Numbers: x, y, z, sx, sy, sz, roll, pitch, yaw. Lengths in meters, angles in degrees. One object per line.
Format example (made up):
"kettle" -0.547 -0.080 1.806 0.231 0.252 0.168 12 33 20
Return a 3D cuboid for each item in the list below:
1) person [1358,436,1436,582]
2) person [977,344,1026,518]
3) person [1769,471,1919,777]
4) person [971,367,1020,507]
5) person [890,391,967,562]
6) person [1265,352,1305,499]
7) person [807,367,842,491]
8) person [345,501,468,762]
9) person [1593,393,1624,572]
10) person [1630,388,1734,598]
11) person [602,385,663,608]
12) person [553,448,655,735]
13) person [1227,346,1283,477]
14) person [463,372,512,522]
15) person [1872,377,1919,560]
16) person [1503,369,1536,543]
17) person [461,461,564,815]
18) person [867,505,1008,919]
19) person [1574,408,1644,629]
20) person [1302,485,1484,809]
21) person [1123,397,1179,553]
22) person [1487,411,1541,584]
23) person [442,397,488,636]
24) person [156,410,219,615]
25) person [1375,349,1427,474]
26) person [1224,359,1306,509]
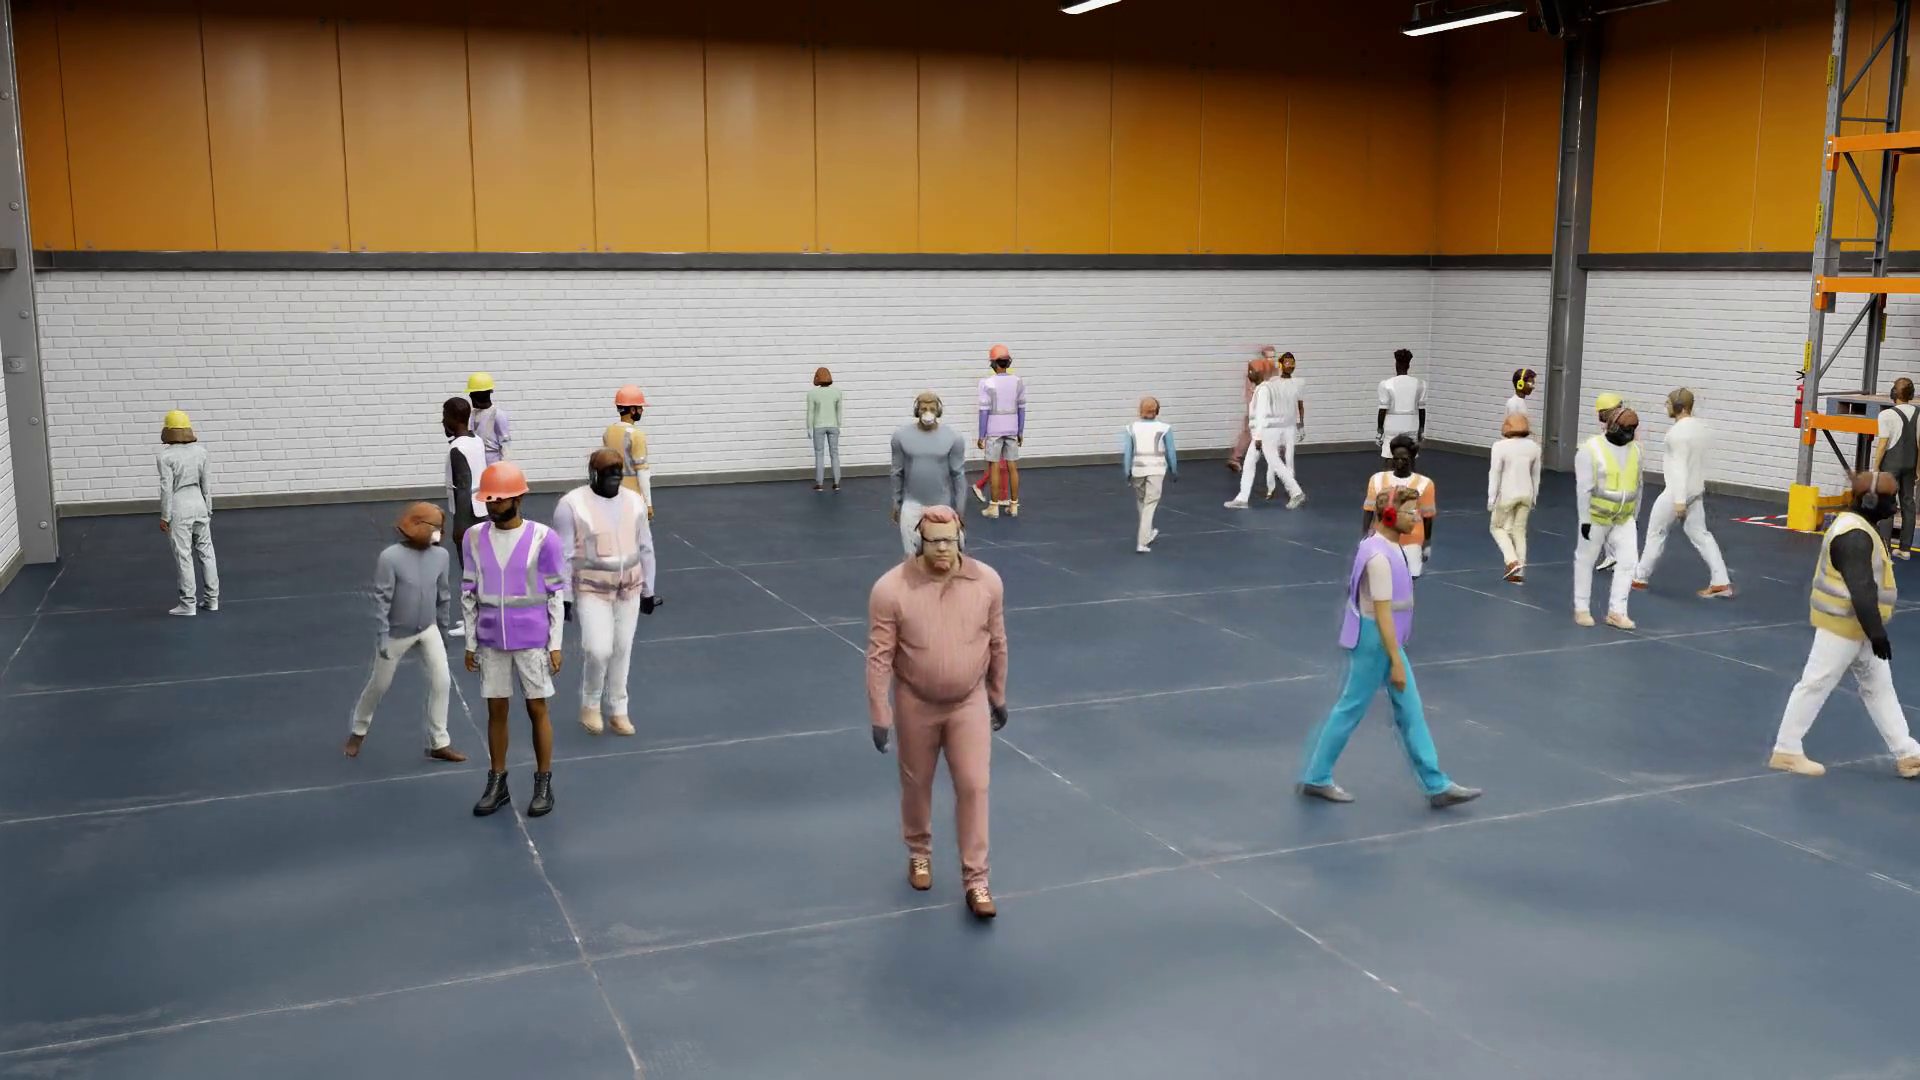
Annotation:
"person" 3.372 0.020 12.886 0.536 1.649 0.871 6 11 33
"person" 0.476 -1.278 19.572 0.608 2.046 0.368 -5 10 -26
"person" 5.204 0.505 9.535 0.960 1.792 0.646 7 12 35
"person" 0.466 -1.266 20.399 0.490 1.754 0.534 5 10 26
"person" -0.267 -0.276 13.864 0.655 1.918 0.639 1 9 3
"person" 4.115 -1.442 21.086 0.518 1.876 0.328 1 9 7
"person" -1.787 -1.462 21.962 0.504 1.630 0.274 -4 10 -23
"person" -3.356 0.536 9.966 0.752 1.589 0.532 7 12 37
"person" 6.291 -0.550 16.078 0.435 1.736 0.548 9 13 42
"person" 6.474 -0.420 14.881 1.032 1.887 0.649 9 13 42
"person" -2.848 -0.379 14.449 0.551 1.936 0.356 9 13 43
"person" -2.209 0.330 10.465 0.651 1.832 0.447 -8 12 -39
"person" 4.236 -1.814 23.451 0.693 1.858 1.011 -7 11 -35
"person" -4.640 -0.686 16.352 0.594 1.922 0.376 9 13 43
"person" 9.432 -0.712 16.747 0.504 1.847 0.345 -1 9 -4
"person" 6.008 -0.909 17.890 0.328 1.865 0.508 4 10 23
"person" -2.405 0.533 8.930 0.550 1.933 0.373 1 9 5
"person" -0.088 0.775 7.641 0.680 1.870 0.928 -2 9 -9
"person" 5.293 -0.167 13.536 0.663 1.809 0.651 -2 10 -11
"person" 2.337 0.589 9.017 0.985 1.788 0.591 4 10 23
"person" 1.999 -0.684 17.341 0.519 1.594 0.862 5 11 30
"person" 5.145 -0.385 15.455 0.554 1.613 0.379 -2 10 -13
"person" -3.948 -0.192 13.377 0.371 1.916 0.597 -1 9 -4
"person" -6.597 -0.232 14.148 0.323 1.742 0.492 5 10 26
"person" 5.328 -1.330 20.128 0.614 1.963 0.362 -1 9 -4
"person" 3.769 -1.285 20.262 0.968 1.842 0.655 1 9 8
